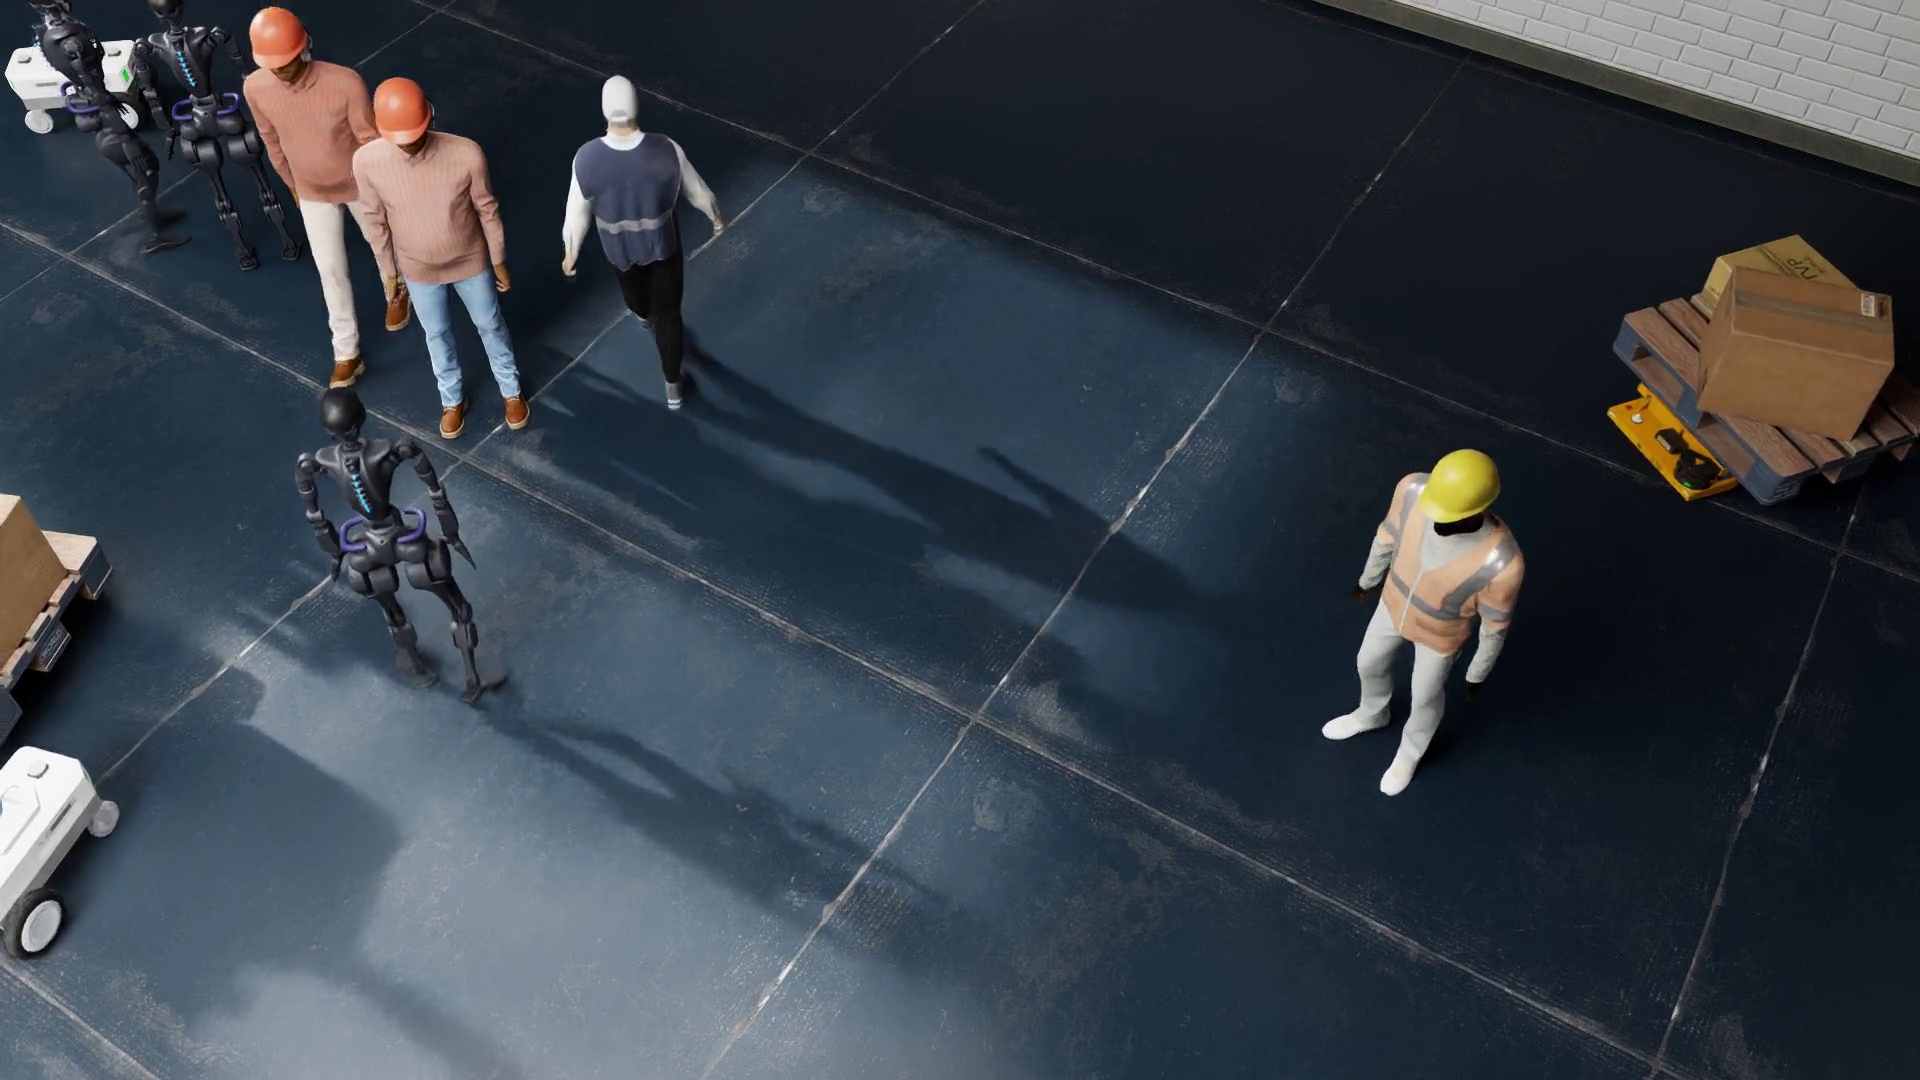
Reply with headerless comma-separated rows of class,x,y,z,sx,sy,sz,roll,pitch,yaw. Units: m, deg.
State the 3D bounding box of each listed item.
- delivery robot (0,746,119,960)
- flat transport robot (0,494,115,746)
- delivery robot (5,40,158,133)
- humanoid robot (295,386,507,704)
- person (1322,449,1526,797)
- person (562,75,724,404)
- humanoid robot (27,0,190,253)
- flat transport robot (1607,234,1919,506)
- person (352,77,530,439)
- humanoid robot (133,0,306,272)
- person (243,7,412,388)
delivery robot,-3.745,1.220,6.558,0.499,0.594,0.778,12,50,11
flat transport robot,-4.505,0.503,7.376,0.659,0.231,1.431,7,49,6
delivery robot,-5.301,-2.781,10.069,0.811,0.613,0.499,-6,49,-5
humanoid robot,-2.318,0.081,6.817,0.591,1.648,0.462,-10,50,-8
person,1.782,0.307,6.459,0.421,1.914,0.653,-27,54,-22
person,-1.566,-1.549,8.207,0.805,1.715,0.884,-7,49,-6
humanoid robot,-4.522,-2.254,8.843,0.357,1.650,0.589,-27,54,-21
flat transport robot,4.073,-0.653,8.386,1.431,0.231,0.659,-17,51,-14
person,-2.423,-1.305,7.815,0.607,1.990,0.382,-8,49,-7
humanoid robot,-3.926,-2.168,8.768,0.599,1.655,0.315,-11,50,-10
person,-3.072,-1.668,8.151,0.614,1.958,0.890,-4,49,-3
